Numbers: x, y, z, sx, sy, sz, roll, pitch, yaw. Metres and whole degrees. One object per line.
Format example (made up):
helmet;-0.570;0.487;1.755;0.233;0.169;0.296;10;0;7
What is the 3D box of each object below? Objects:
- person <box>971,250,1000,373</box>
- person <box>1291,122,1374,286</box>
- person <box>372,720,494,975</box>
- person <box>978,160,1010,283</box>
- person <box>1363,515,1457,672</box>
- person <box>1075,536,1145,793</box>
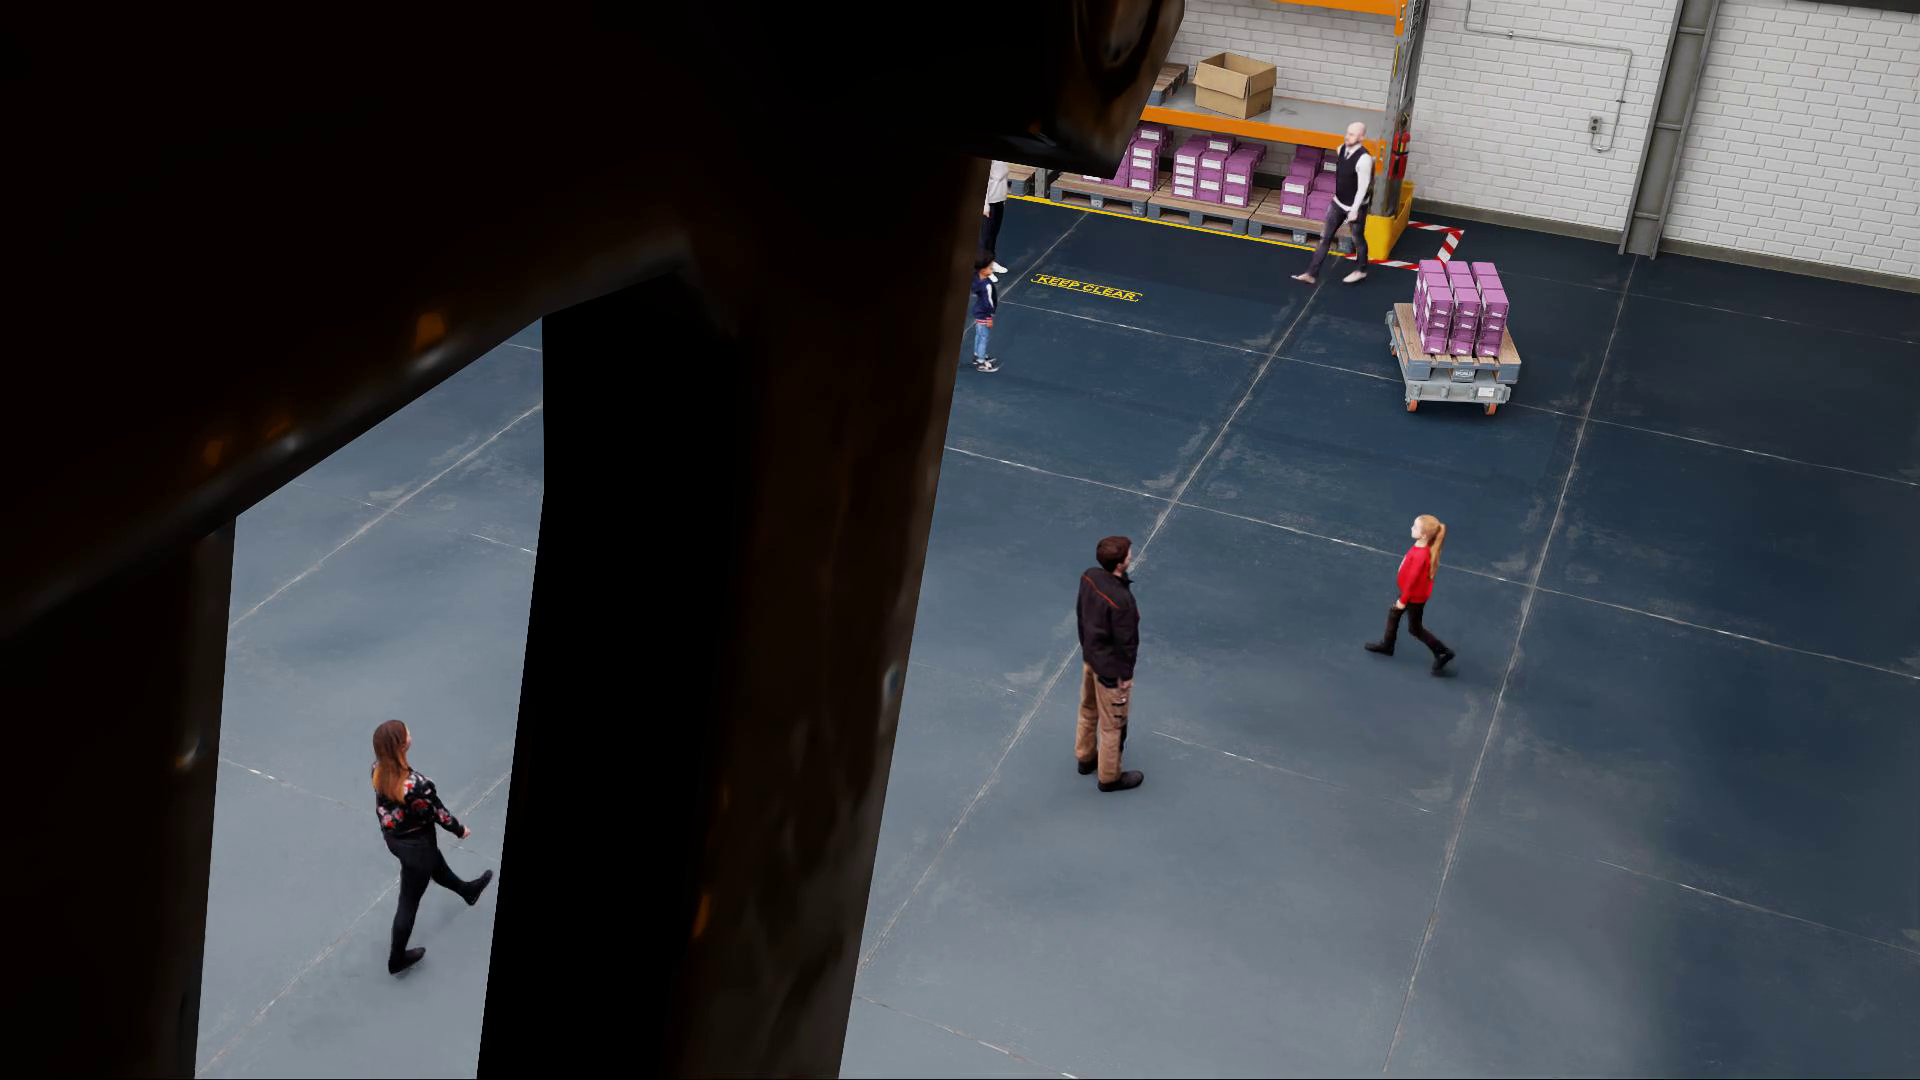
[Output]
person;0.228;-2.215;15.996;0.629;1.221;0.593;-6;34;-10
person;4.149;-3.495;17.418;1.200;1.778;1.203;-15;37;-22
person;-3.215;1.810;9.573;1.070;1.628;0.792;23;40;30
person;0.327;-3.599;17.645;0.544;1.701;0.607;14;36;20
person;3.337;0.399;12.026;0.899;1.262;0.575;9;35;13
person;0.953;0.794;10.833;0.852;1.925;0.756;-17;37;-24
